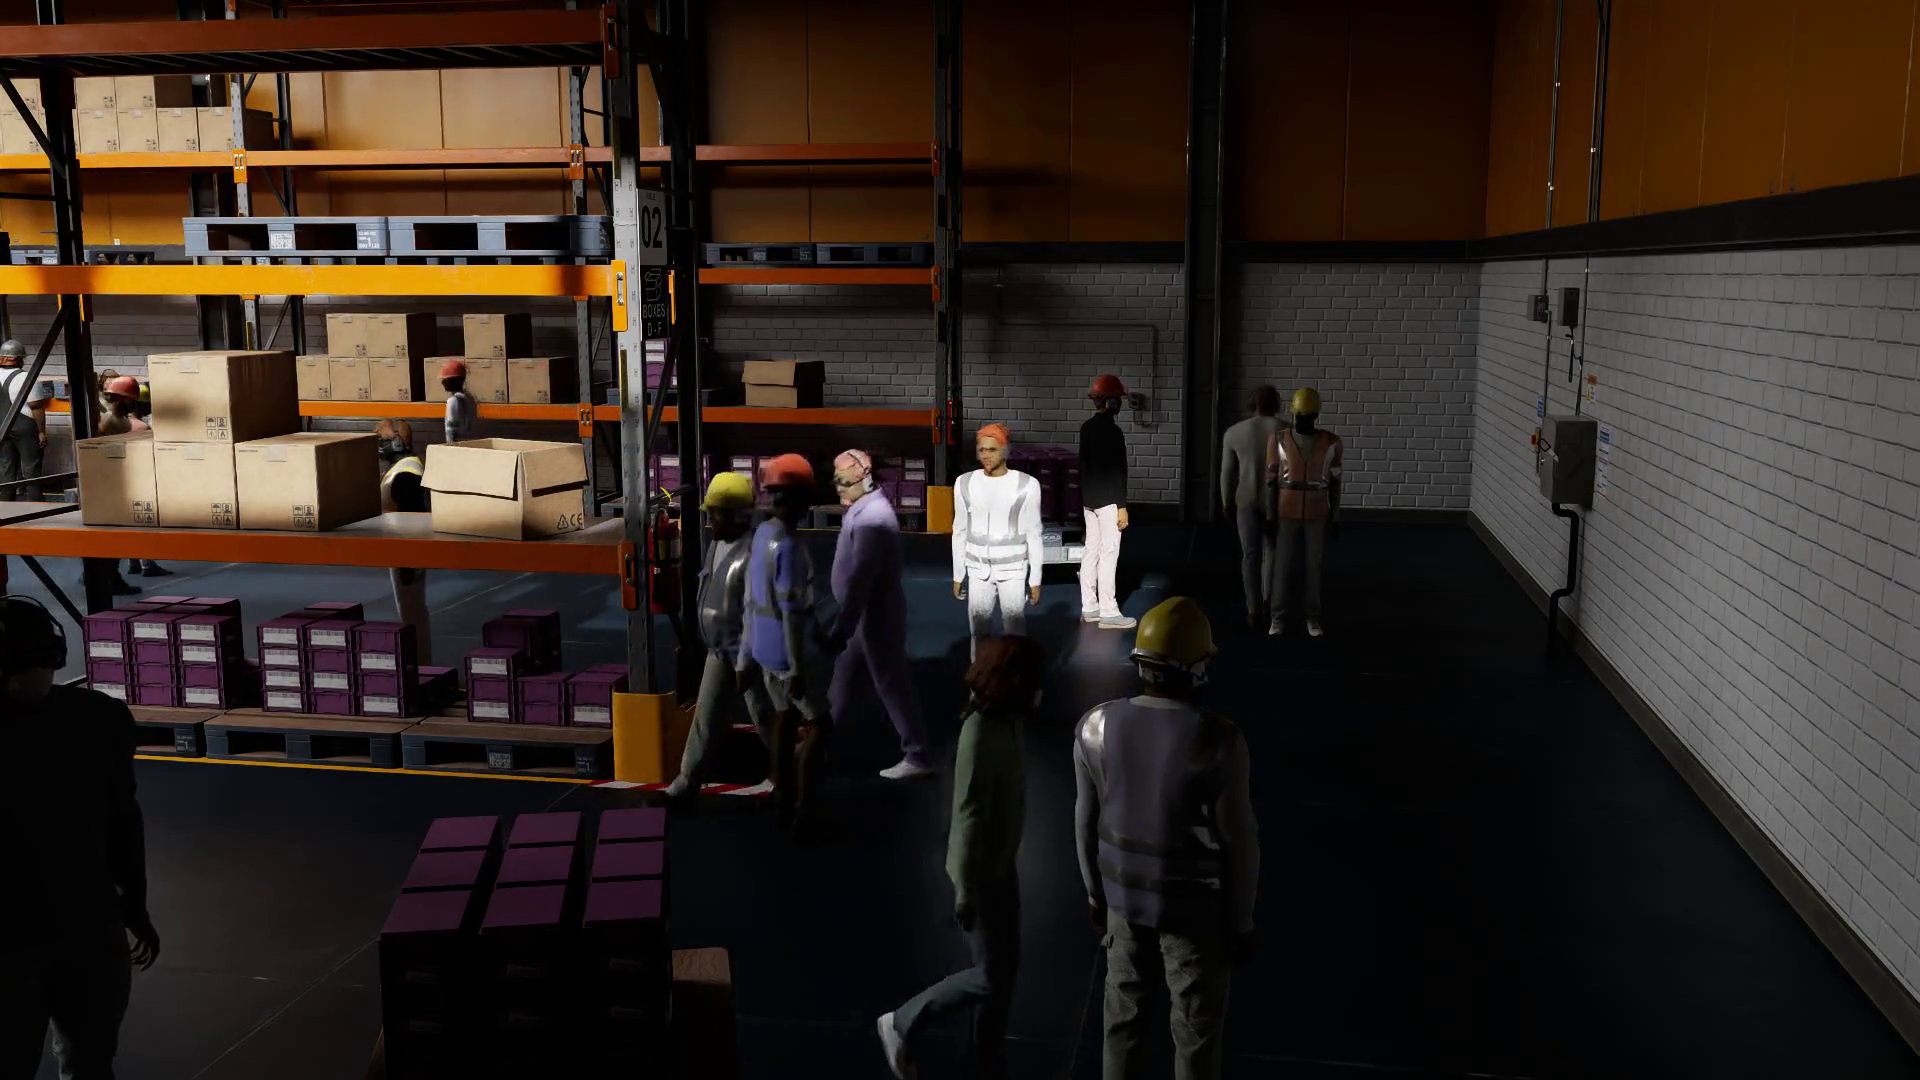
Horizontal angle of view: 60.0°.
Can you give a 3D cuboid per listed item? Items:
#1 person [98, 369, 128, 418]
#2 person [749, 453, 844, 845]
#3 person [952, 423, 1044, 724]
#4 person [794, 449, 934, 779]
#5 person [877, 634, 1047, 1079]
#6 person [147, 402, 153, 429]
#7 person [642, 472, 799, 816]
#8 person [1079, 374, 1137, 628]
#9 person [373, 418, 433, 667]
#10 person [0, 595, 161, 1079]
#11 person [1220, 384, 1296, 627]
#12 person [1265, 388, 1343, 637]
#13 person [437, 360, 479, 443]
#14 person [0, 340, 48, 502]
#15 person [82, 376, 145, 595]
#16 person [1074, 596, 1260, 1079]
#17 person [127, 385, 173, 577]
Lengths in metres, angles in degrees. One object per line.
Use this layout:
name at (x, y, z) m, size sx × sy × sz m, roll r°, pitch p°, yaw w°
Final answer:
person at (-8.398, -0.770, 16.474) m, size 0.327 × 1.842 × 0.515 m, roll 3°, pitch 9°, yaw 15°
person at (-0.766, 0.534, 8.163) m, size 0.513 × 1.922 × 0.550 m, roll -4°, pitch 10°, yaw -22°
person at (0.229, 0.213, 10.284) m, size 0.598 × 1.878 × 0.353 m, roll 4°, pitch 10°, yaw 21°
person at (-0.554, 0.422, 9.061) m, size 0.884 × 1.850 × 0.668 m, roll -1°, pitch 9°, yaw -8°
person at (0.027, 1.103, 5.530) m, size 0.499 × 1.610 × 0.557 m, roll 3°, pitch 10°, yaw 17°
person at (-8.245, -0.929, 17.545) m, size 0.587 × 1.815 × 0.412 m, roll -9°, pitch 12°, yaw -43°
person at (-1.176, 0.544, 8.506) m, size 0.849 × 1.783 × 0.603 m, roll -6°, pitch 11°, yaw -34°
person at (1.147, -0.304, 13.106) m, size 0.376 × 1.997 × 0.612 m, roll -4°, pitch 10°, yaw -24°
person at (-3.717, 0.102, 11.104) m, size 0.429 × 1.835 × 0.632 m, roll -3°, pitch 10°, yaw -21°
person at (-2.526, 1.100, 4.573) m, size 0.356 × 1.938 × 0.638 m, roll 7°, pitch 11°, yaw 35°
person at (2.415, -0.297, 13.360) m, size 0.647 × 1.892 × 0.953 m, roll 1°, pitch 9°, yaw 9°
person at (2.628, -0.208, 12.749) m, size 0.585 × 1.921 × 0.383 m, roll 1°, pitch 9°, yaw 6°
person at (-5.019, -0.890, 17.039) m, size 0.870 × 1.909 × 0.541 m, roll 0°, pitch 9°, yaw 0°
person at (-10.656, -1.255, 18.874) m, size 0.689 × 2.000 × 0.539 m, roll 1°, pitch 9°, yaw 5°
person at (-7.268, -0.463, 14.410) m, size 0.464 × 1.902 × 0.586 m, roll -2°, pitch 9°, yaw -10°
person at (0.637, 1.077, 5.040) m, size 0.588 × 1.835 × 0.403 m, roll 6°, pitch 11°, yaw 33°
person at (-7.528, -0.547, 15.334) m, size 0.533 × 1.765 × 0.330 m, roll 7°, pitch 12°, yaw 38°
